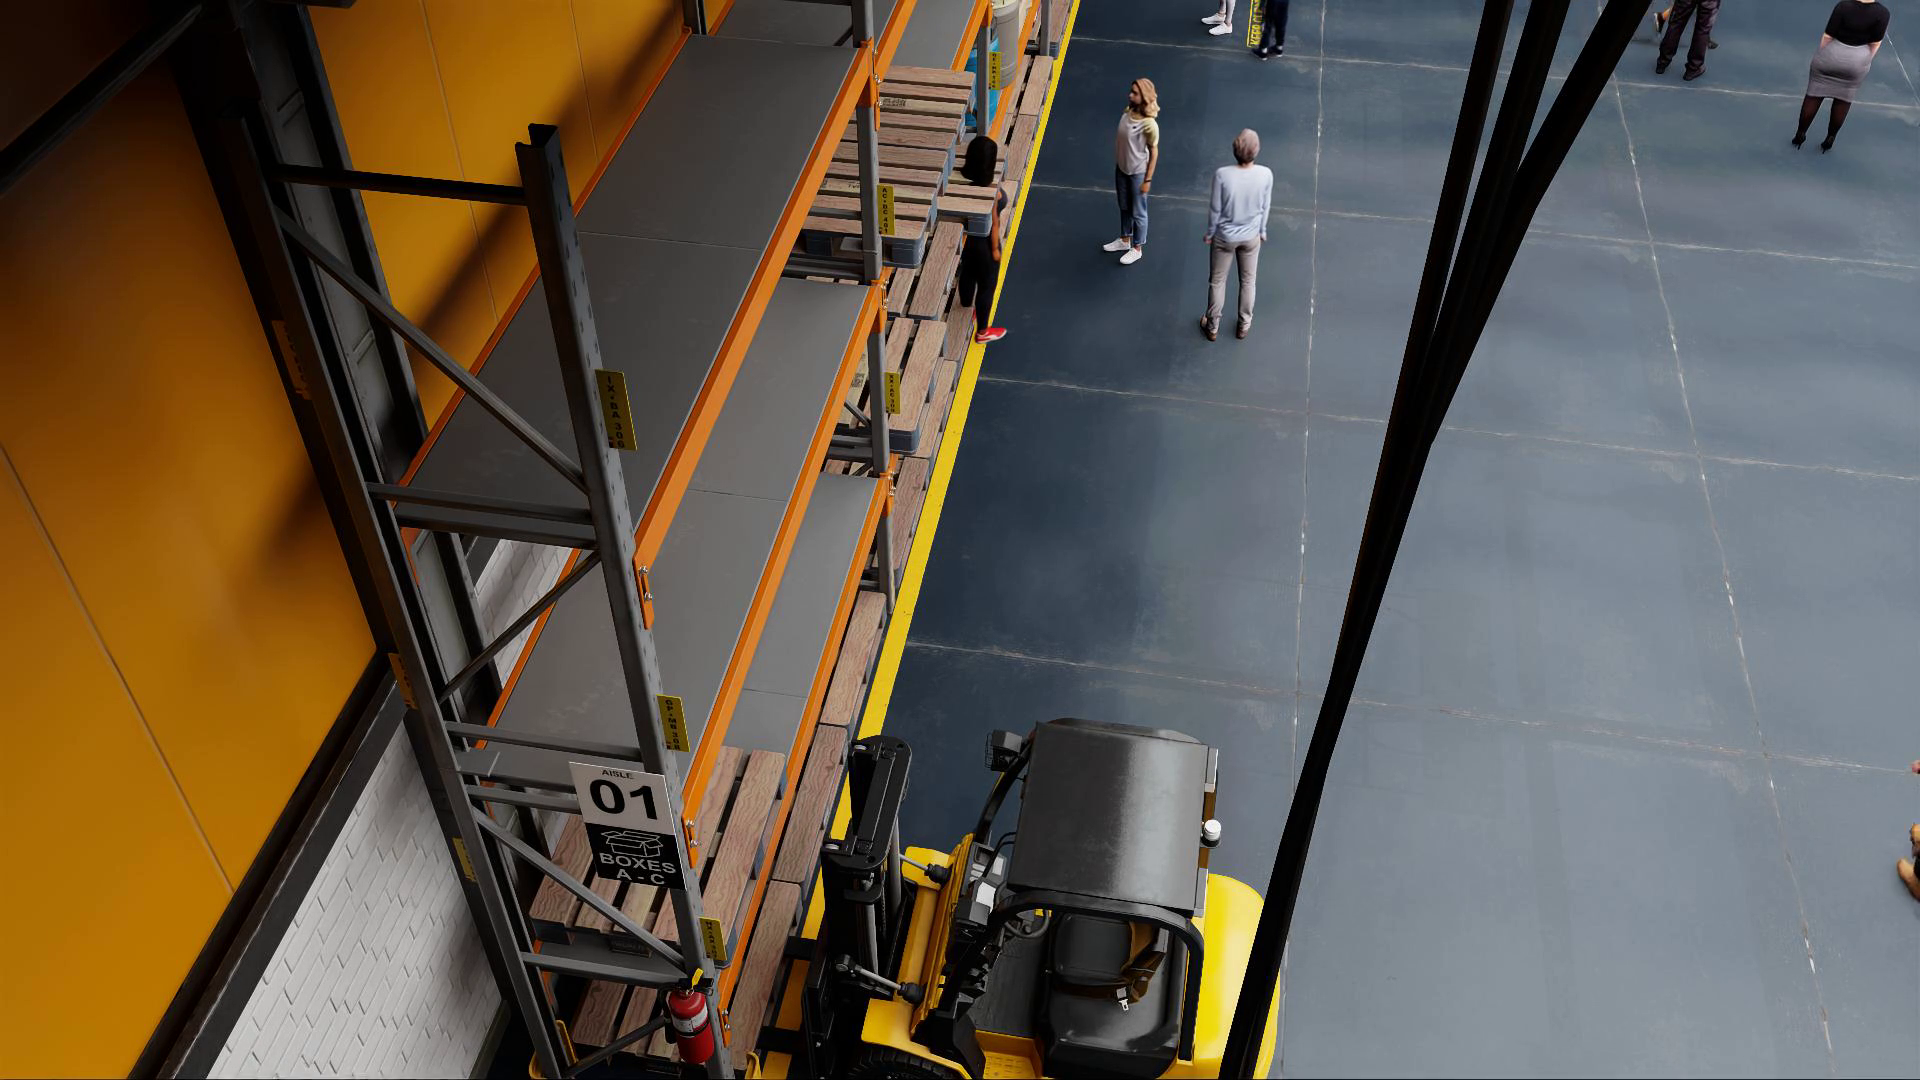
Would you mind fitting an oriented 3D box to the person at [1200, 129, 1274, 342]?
[{"bbox_3d":[2.232,-2.448,13.408,0.699,1.894,0.630,0,44,0],"label":"person"}]

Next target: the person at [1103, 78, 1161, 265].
[{"bbox_3d":[1.505,-3.179,14.299,0.767,1.723,0.698,-24,48,-23],"label":"person"}]

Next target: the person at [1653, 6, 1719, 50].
[{"bbox_3d":[7.698,-5.876,17.186,0.715,1.646,0.903,10,44,10],"label":"person"}]

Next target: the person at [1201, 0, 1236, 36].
[{"bbox_3d":[2.827,-6.170,17.453,0.693,1.703,0.585,-7,44,-7],"label":"person"}]

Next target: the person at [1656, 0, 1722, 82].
[{"bbox_3d":[7.457,-5.564,16.664,0.774,1.915,0.757,26,50,25],"label":"person"}]

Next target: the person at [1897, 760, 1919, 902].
[{"bbox_3d":[5.767,1.456,9.447,0.692,1.705,0.790,3,44,3],"label":"person"}]

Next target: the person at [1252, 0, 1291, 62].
[{"bbox_3d":[3.267,-5.591,17.171,0.566,1.254,0.598,-16,46,-16],"label":"person"}]

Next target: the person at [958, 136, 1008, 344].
[{"bbox_3d":[0.150,-2.435,13.451,0.830,1.815,0.762,-24,48,-23],"label":"person"}]

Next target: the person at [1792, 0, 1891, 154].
[{"bbox_3d":[8.300,-4.490,15.650,0.729,1.758,0.697,17,46,17],"label":"person"}]
